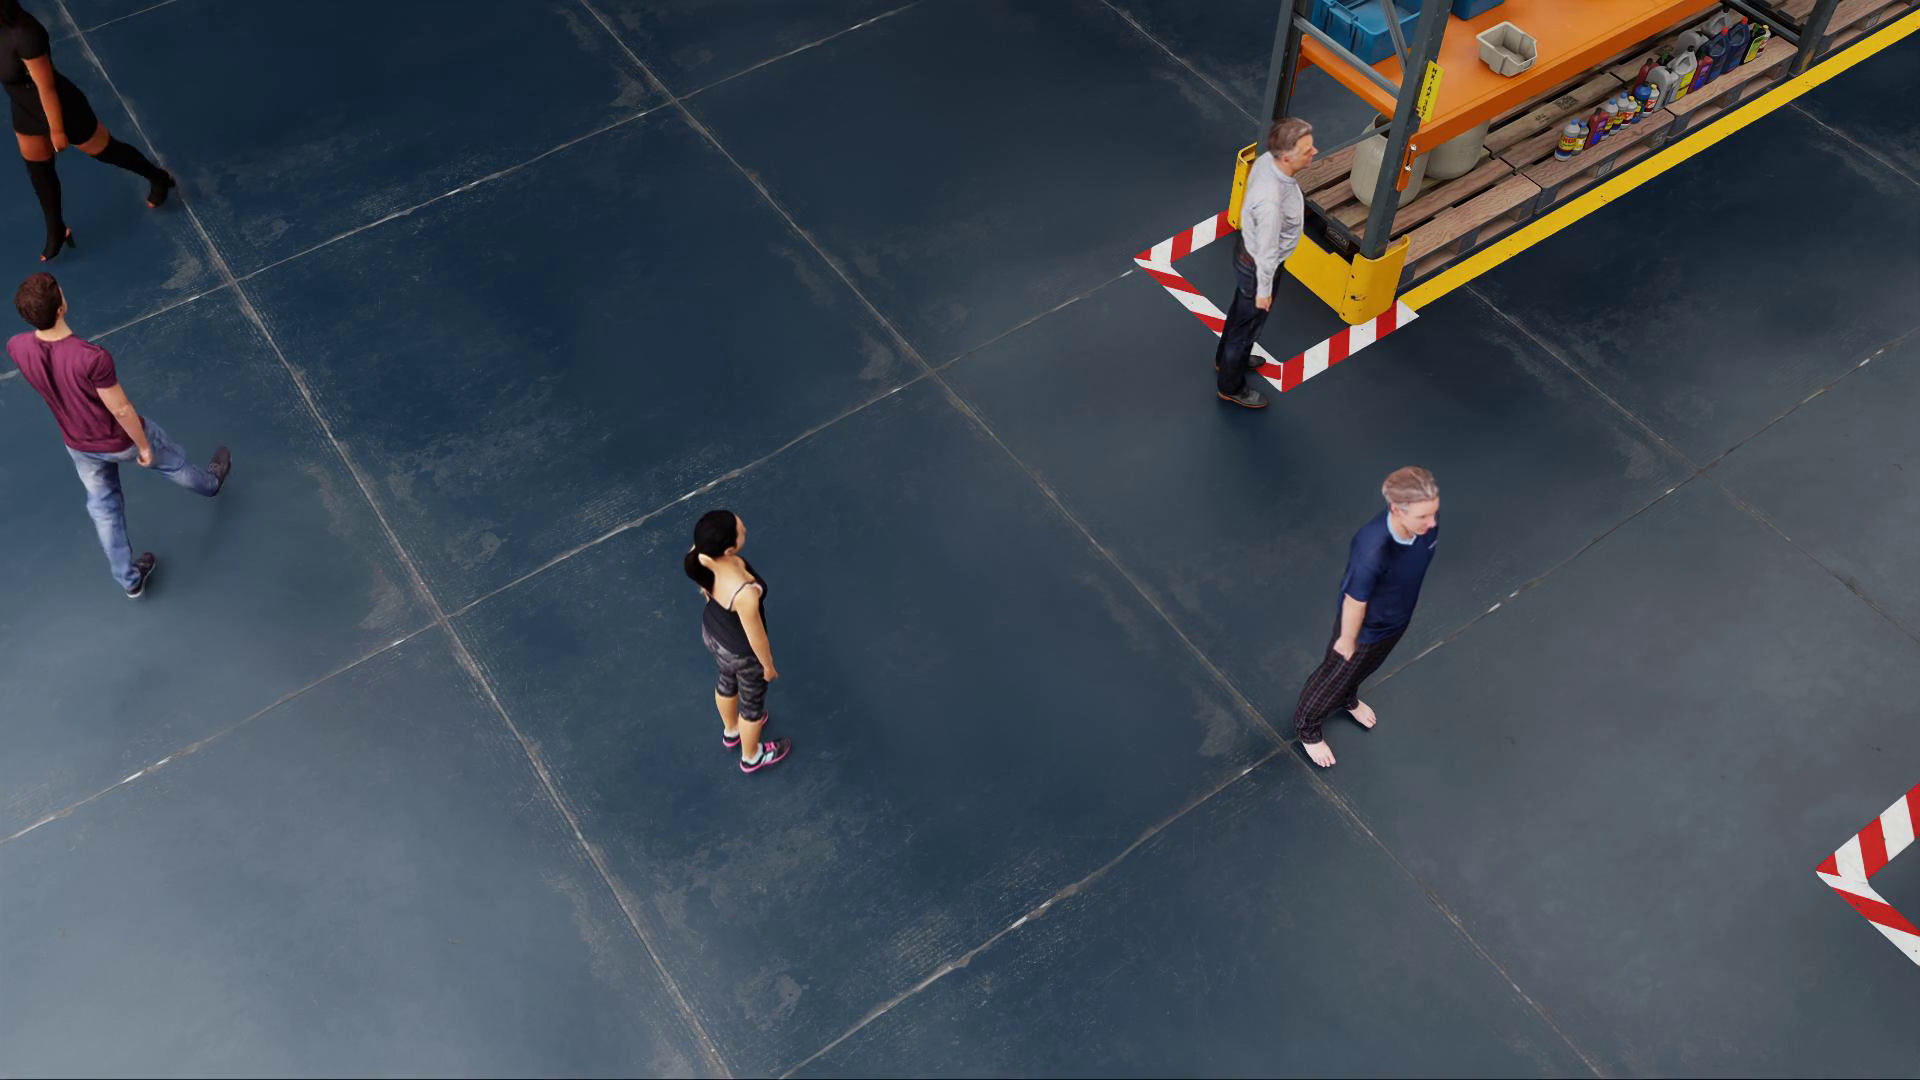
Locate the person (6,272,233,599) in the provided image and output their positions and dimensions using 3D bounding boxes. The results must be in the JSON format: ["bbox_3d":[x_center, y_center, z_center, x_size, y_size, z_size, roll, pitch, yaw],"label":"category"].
[{"bbox_3d":[-4.124,-0.441,7.934,1.189,1.795,1.195,3,52,3],"label":"person"}]

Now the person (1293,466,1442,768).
[{"bbox_3d":[1.810,0.317,7.299,0.502,1.871,0.742,-35,60,-24],"label":"person"}]

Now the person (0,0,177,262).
[{"bbox_3d":[-5.089,-2.480,9.505,0.860,1.808,1.213,34,60,24],"label":"person"}]

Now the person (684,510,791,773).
[{"bbox_3d":[-0.994,0.450,7.291,0.564,1.721,0.579,-36,60,-25],"label":"person"}]

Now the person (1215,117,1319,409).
[{"bbox_3d":[1.581,-1.472,8.718,0.778,1.818,0.732,5,52,4],"label":"person"}]
